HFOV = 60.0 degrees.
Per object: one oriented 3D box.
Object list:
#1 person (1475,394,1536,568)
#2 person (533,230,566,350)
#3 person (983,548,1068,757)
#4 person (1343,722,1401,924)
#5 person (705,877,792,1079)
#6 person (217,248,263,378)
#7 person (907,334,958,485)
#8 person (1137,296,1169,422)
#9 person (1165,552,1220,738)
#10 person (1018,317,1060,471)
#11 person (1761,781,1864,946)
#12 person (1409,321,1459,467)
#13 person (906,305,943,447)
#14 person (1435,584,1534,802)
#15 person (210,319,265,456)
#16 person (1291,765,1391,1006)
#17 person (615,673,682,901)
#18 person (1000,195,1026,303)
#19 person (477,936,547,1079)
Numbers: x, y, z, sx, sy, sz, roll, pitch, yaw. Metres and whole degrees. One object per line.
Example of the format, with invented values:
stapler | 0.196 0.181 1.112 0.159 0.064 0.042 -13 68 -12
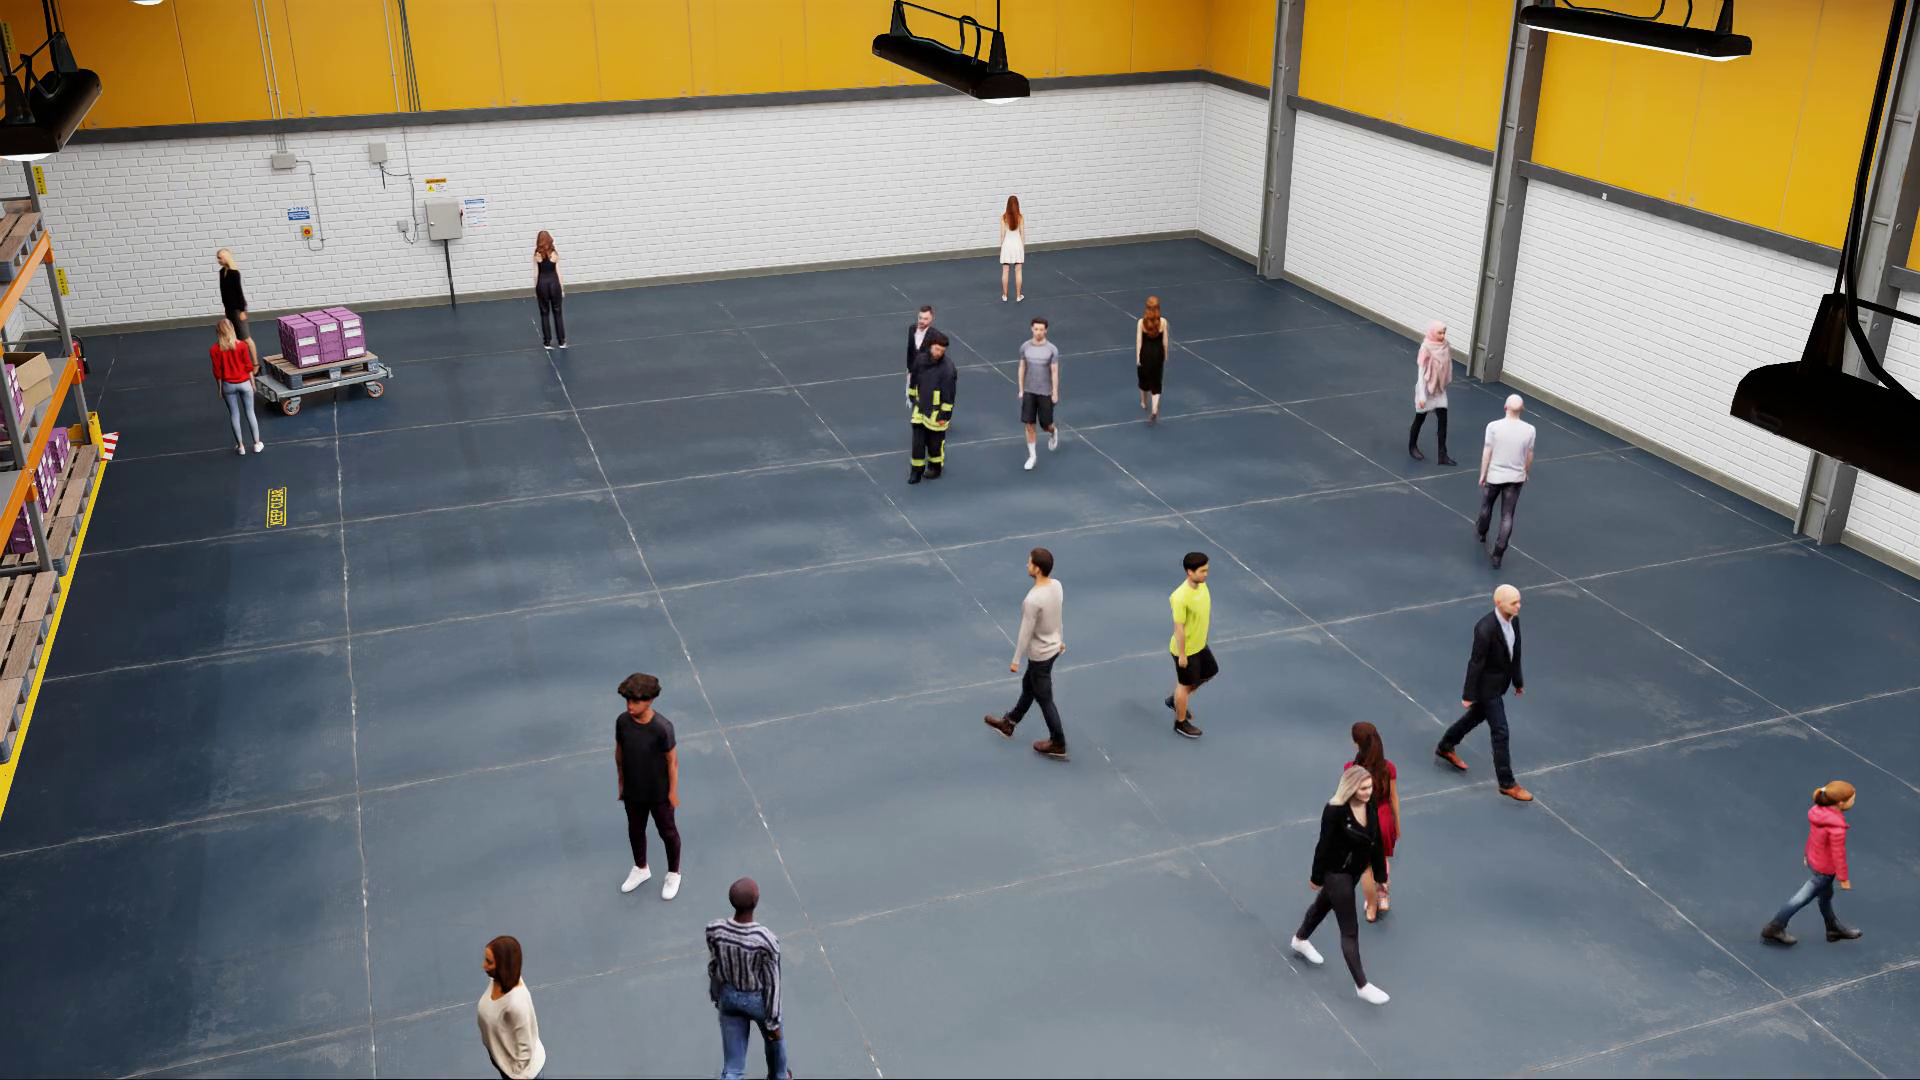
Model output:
person | 5.678 -0.594 17.350 1.067 1.795 1.235 5 24 12
person | -6.067 -3.694 24.506 0.563 1.744 0.507 -7 25 -17
person | 0.738 0.968 13.739 1.160 1.827 1.090 12 26 25
person | 2.878 2.029 11.692 0.706 1.521 0.733 4 24 9
person | -1.268 2.799 9.646 1.086 1.749 1.251 7 24 15
person | -10.045 -3.153 23.152 0.665 1.838 0.758 15 28 30
person | -0.328 -1.561 19.481 1.070 1.860 1.130 16 28 32
person | 2.501 -2.339 21.596 0.847 1.593 1.139 1 24 2
person | 1.884 0.858 14.149 0.863 1.698 0.810 14 27 29
person | 0.976 -1.807 20.060 0.989 1.848 1.068 9 25 19
person | 5.873 2.255 11.463 0.885 1.290 0.885 6 24 14
person | 5.625 -1.798 20.132 0.714 1.773 1.004 -11 26 -24
person | -0.403 -2.074 20.703 0.891 1.822 0.948 19 30 36
person | 4.204 1.156 13.393 1.010 1.757 1.271 -20 31 -38
person | -8.885 -1.885 20.418 0.626 1.704 0.515 -10 26 -22
person | 2.497 2.203 11.147 0.821 1.640 1.176 -17 29 -34
person | -2.246 1.751 12.003 0.714 1.781 0.744 7 25 16
person | 0.849 -4.721 26.894 0.638 1.712 0.656 2 24 5
person | -2.502 2.935 9.419 0.715 1.683 0.541 -14 27 -28
